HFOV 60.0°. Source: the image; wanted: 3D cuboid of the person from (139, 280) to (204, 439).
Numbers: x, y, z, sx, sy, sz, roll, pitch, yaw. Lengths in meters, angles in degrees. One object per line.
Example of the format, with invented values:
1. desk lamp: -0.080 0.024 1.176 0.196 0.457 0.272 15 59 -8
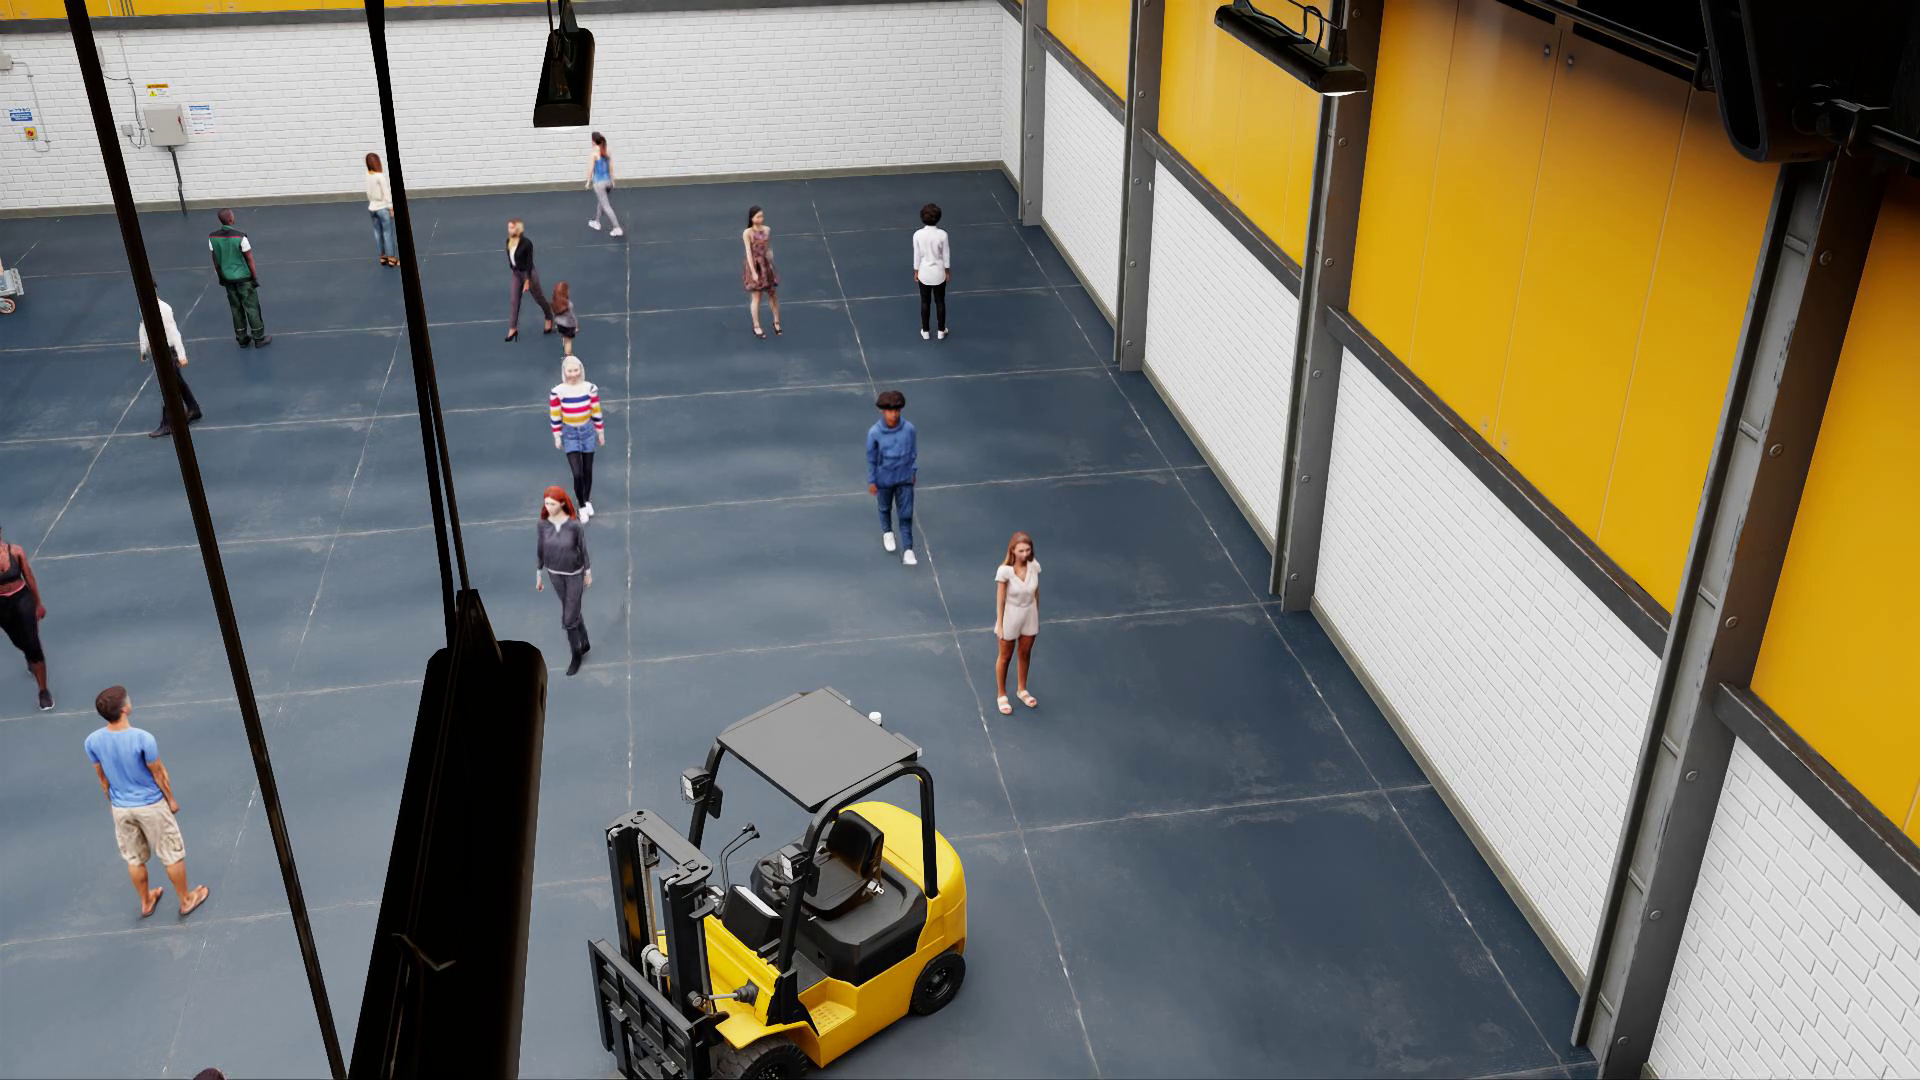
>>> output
1. person: -9.107 -2.179 19.247 1.066 1.843 1.148 16 33 27

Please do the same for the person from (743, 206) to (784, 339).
1. person: -2.668 -3.506 21.756 0.802 1.769 0.816 -22 35 -34

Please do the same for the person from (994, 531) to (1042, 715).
1. person: 0.493 0.670 14.176 0.619 1.696 0.627 -12 31 -21

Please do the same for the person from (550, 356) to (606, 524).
1. person: -3.982 -1.100 17.313 0.747 1.799 0.764 -13 31 -22

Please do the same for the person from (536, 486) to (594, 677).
1. person: -3.468 0.290 14.811 0.762 1.755 0.868 7 29 13

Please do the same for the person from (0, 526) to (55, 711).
1. person: -8.180 0.551 14.372 0.848 1.718 1.247 -13 31 -23

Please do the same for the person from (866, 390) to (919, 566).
1. person: -0.685 -0.672 16.550 0.691 1.779 1.052 -6 29 -10

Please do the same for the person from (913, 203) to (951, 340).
1. person: -0.365 -3.507 21.716 0.672 1.809 0.631 1 29 1

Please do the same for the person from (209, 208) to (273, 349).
1. person: -9.314 -3.380 21.452 0.745 1.838 0.693 2 29 4

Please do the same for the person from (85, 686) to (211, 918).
1. person: -5.828 1.866 11.810 0.681 1.862 0.595 -1 29 -1

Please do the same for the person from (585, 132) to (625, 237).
1. person: -5.431 -5.408 25.445 1.070 1.575 1.015 19 34 31

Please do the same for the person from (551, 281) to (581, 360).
1. person: -5.035 -2.736 21.043 0.570 1.099 0.627 17 33 29

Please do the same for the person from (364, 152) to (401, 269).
1. person: -8.453 -4.819 24.252 0.691 1.683 0.757 20 34 32

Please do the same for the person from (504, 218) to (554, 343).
1. person: -5.600 -3.410 21.724 0.989 1.630 1.122 14 31 23
